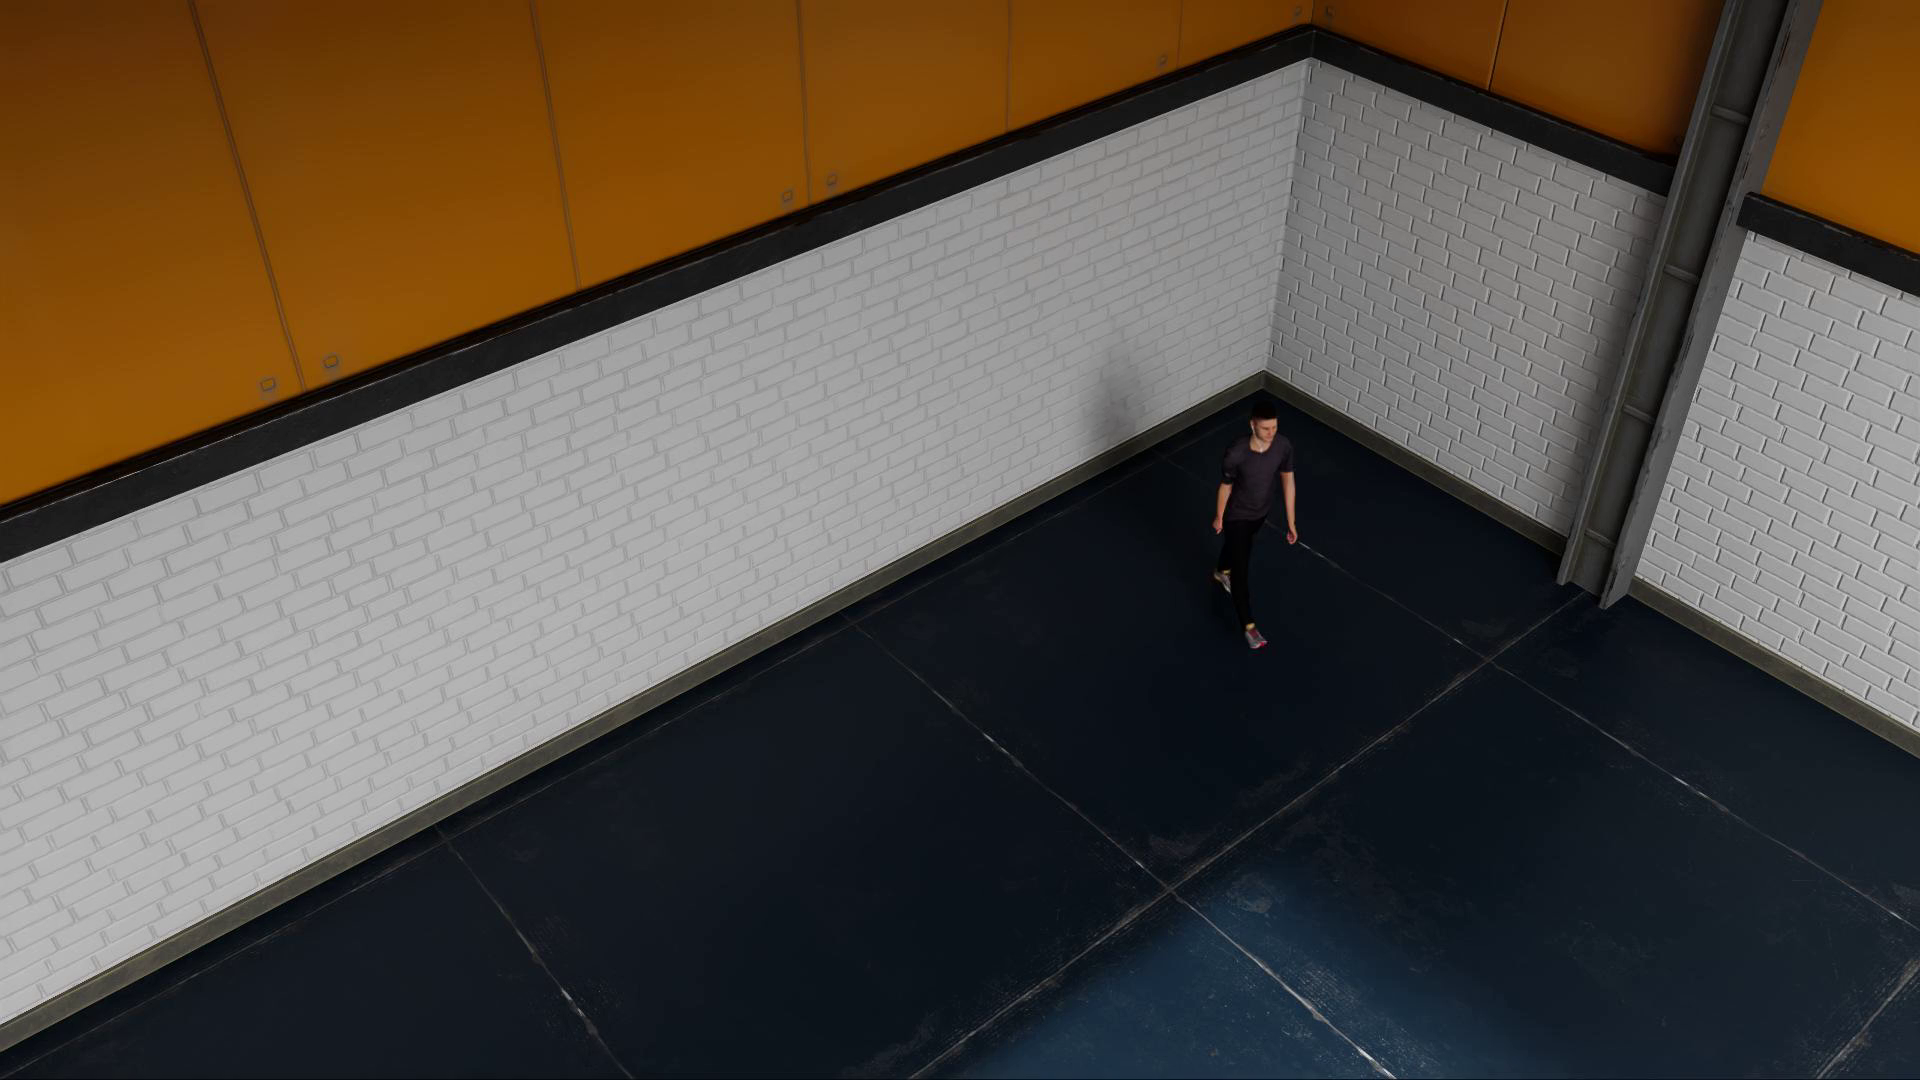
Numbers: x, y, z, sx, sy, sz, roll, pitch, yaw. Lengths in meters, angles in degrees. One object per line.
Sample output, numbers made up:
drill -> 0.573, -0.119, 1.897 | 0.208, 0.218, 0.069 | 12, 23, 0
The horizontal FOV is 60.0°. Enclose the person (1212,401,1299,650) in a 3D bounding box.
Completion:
person -> 1.851, -0.224, 10.915 | 0.902, 1.704, 1.242 | -14, 41, -17
